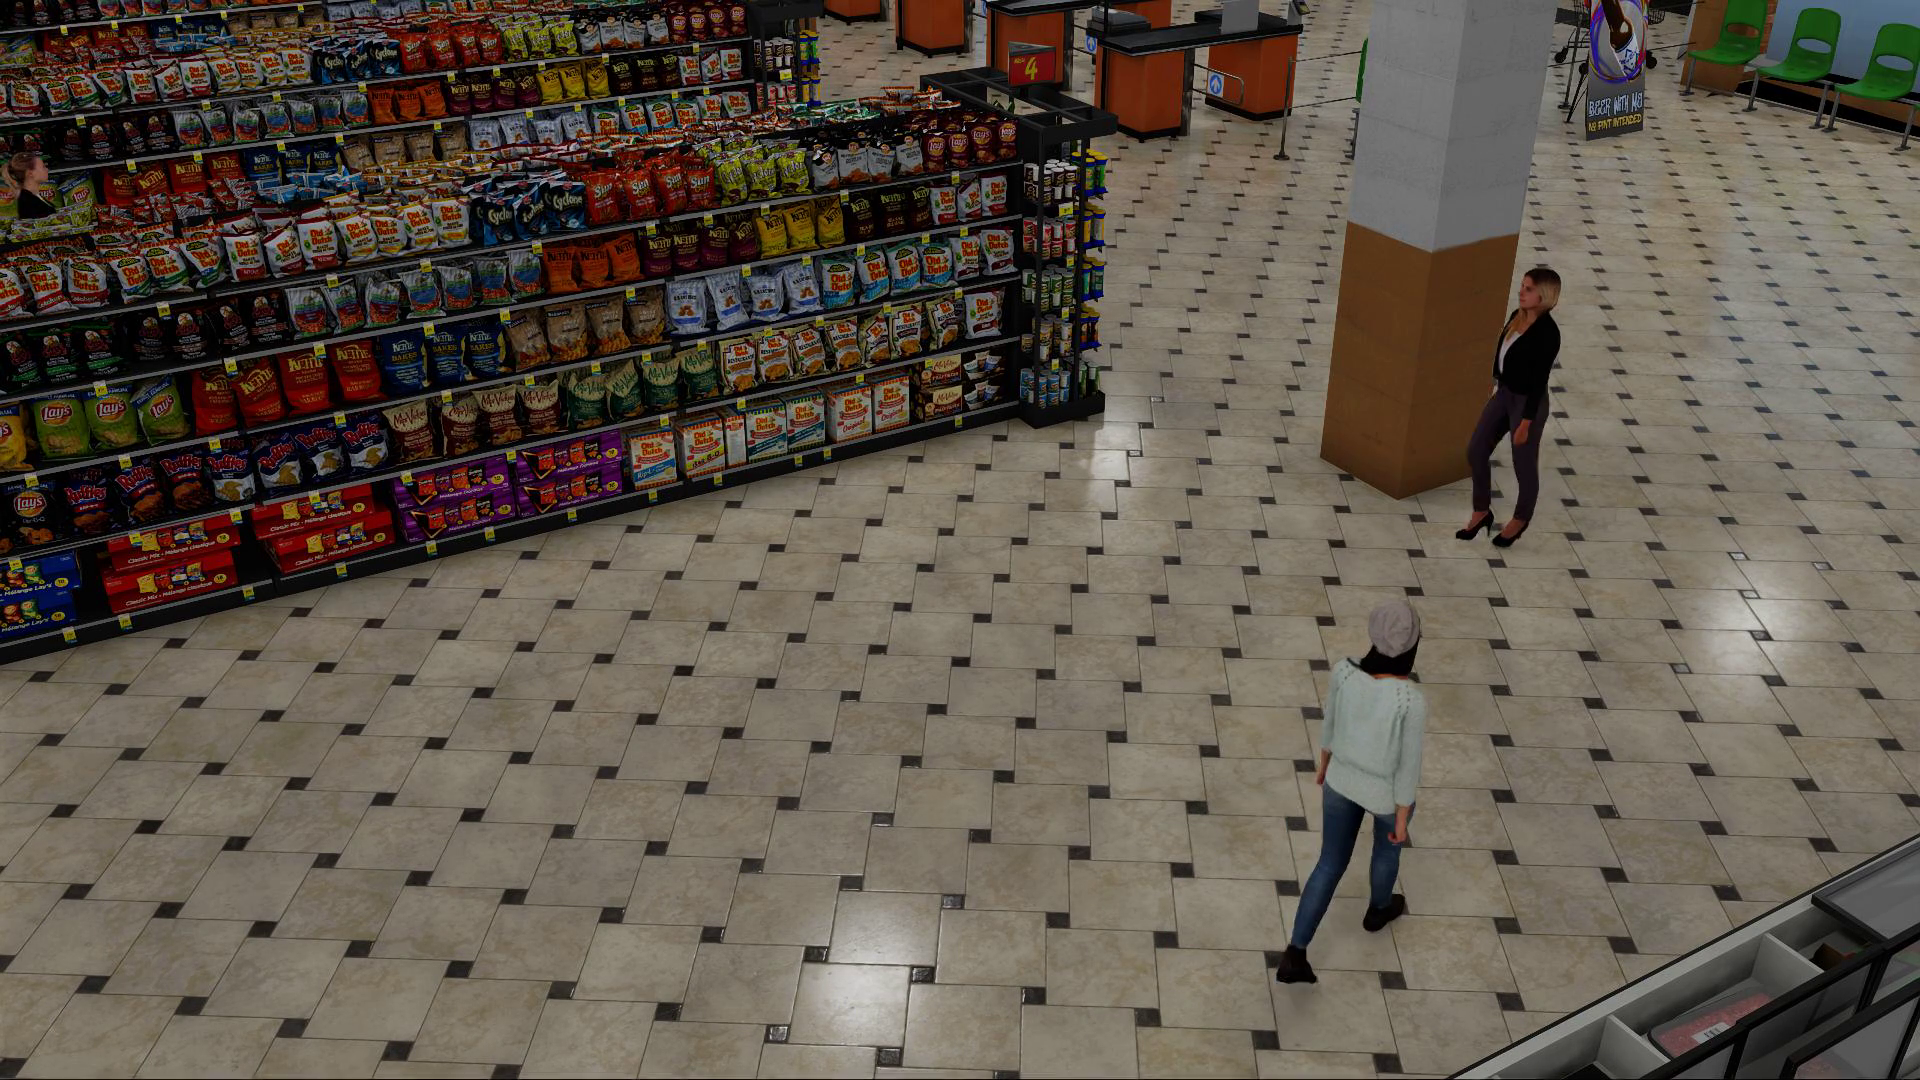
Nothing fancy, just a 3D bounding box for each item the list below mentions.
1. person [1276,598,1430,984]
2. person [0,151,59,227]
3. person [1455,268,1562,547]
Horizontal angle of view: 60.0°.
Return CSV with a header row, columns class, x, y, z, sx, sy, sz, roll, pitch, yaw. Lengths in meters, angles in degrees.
class,x,y,z,sx,sy,sz,roll,pitch,yaw
person,1.462,0.963,6.161,0.806,1.607,1.148,23,36,36
person,-6.049,-1.676,10.913,0.672,1.687,0.628,-16,32,-27
person,3.158,-0.704,9.163,0.708,1.658,0.691,-7,29,-13
